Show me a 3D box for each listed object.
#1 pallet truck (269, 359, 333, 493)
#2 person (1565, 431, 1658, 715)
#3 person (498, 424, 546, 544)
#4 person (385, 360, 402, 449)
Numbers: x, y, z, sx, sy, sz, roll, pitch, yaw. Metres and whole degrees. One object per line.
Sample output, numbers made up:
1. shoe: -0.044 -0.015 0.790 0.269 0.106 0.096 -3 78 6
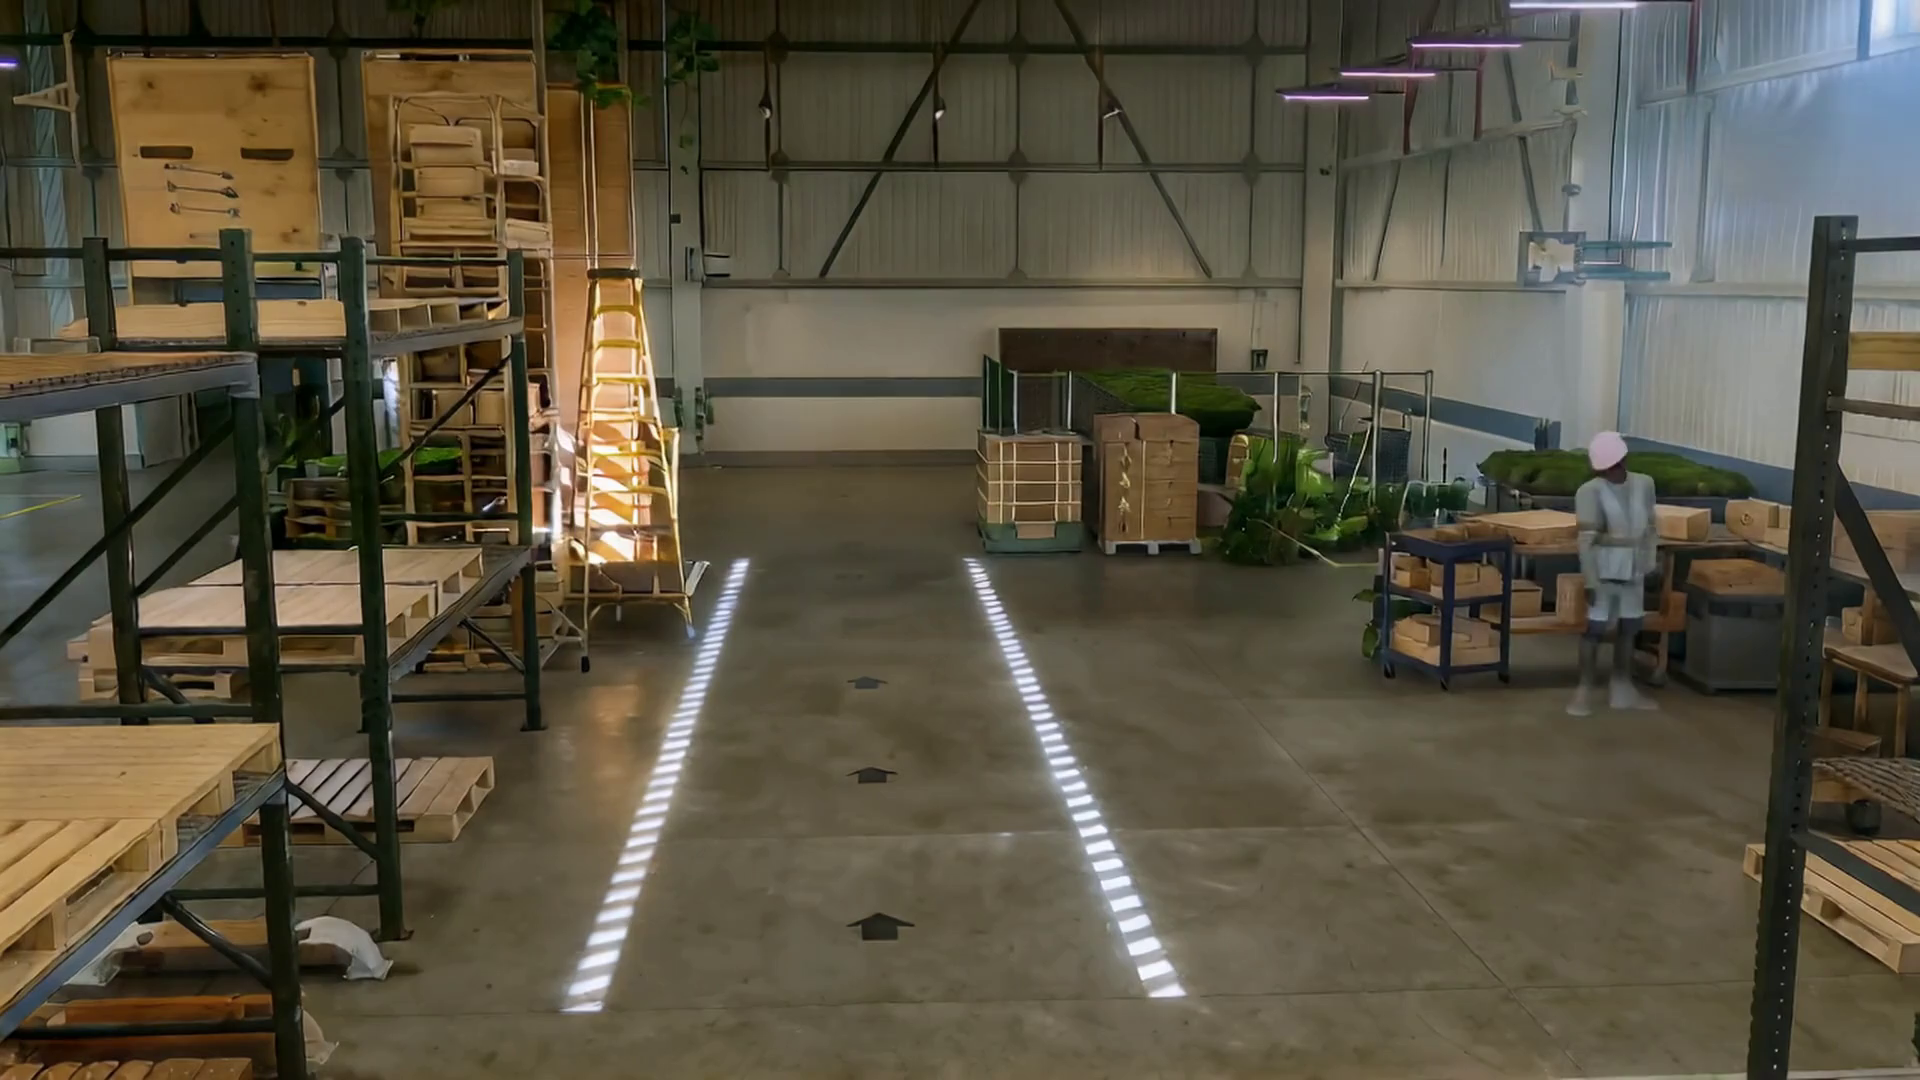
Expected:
1. pallet truck: -7.062 -1.131 18.996 1.885 1.965 0.823 2 9 13
2. person: 4.333 0.226 10.856 0.701 1.889 0.378 -2 9 -13
3. person: -4.153 -0.599 16.066 1.077 1.883 0.617 -4 10 -22
4. person: -8.308 -1.828 24.503 0.314 1.636 0.515 0 9 0
